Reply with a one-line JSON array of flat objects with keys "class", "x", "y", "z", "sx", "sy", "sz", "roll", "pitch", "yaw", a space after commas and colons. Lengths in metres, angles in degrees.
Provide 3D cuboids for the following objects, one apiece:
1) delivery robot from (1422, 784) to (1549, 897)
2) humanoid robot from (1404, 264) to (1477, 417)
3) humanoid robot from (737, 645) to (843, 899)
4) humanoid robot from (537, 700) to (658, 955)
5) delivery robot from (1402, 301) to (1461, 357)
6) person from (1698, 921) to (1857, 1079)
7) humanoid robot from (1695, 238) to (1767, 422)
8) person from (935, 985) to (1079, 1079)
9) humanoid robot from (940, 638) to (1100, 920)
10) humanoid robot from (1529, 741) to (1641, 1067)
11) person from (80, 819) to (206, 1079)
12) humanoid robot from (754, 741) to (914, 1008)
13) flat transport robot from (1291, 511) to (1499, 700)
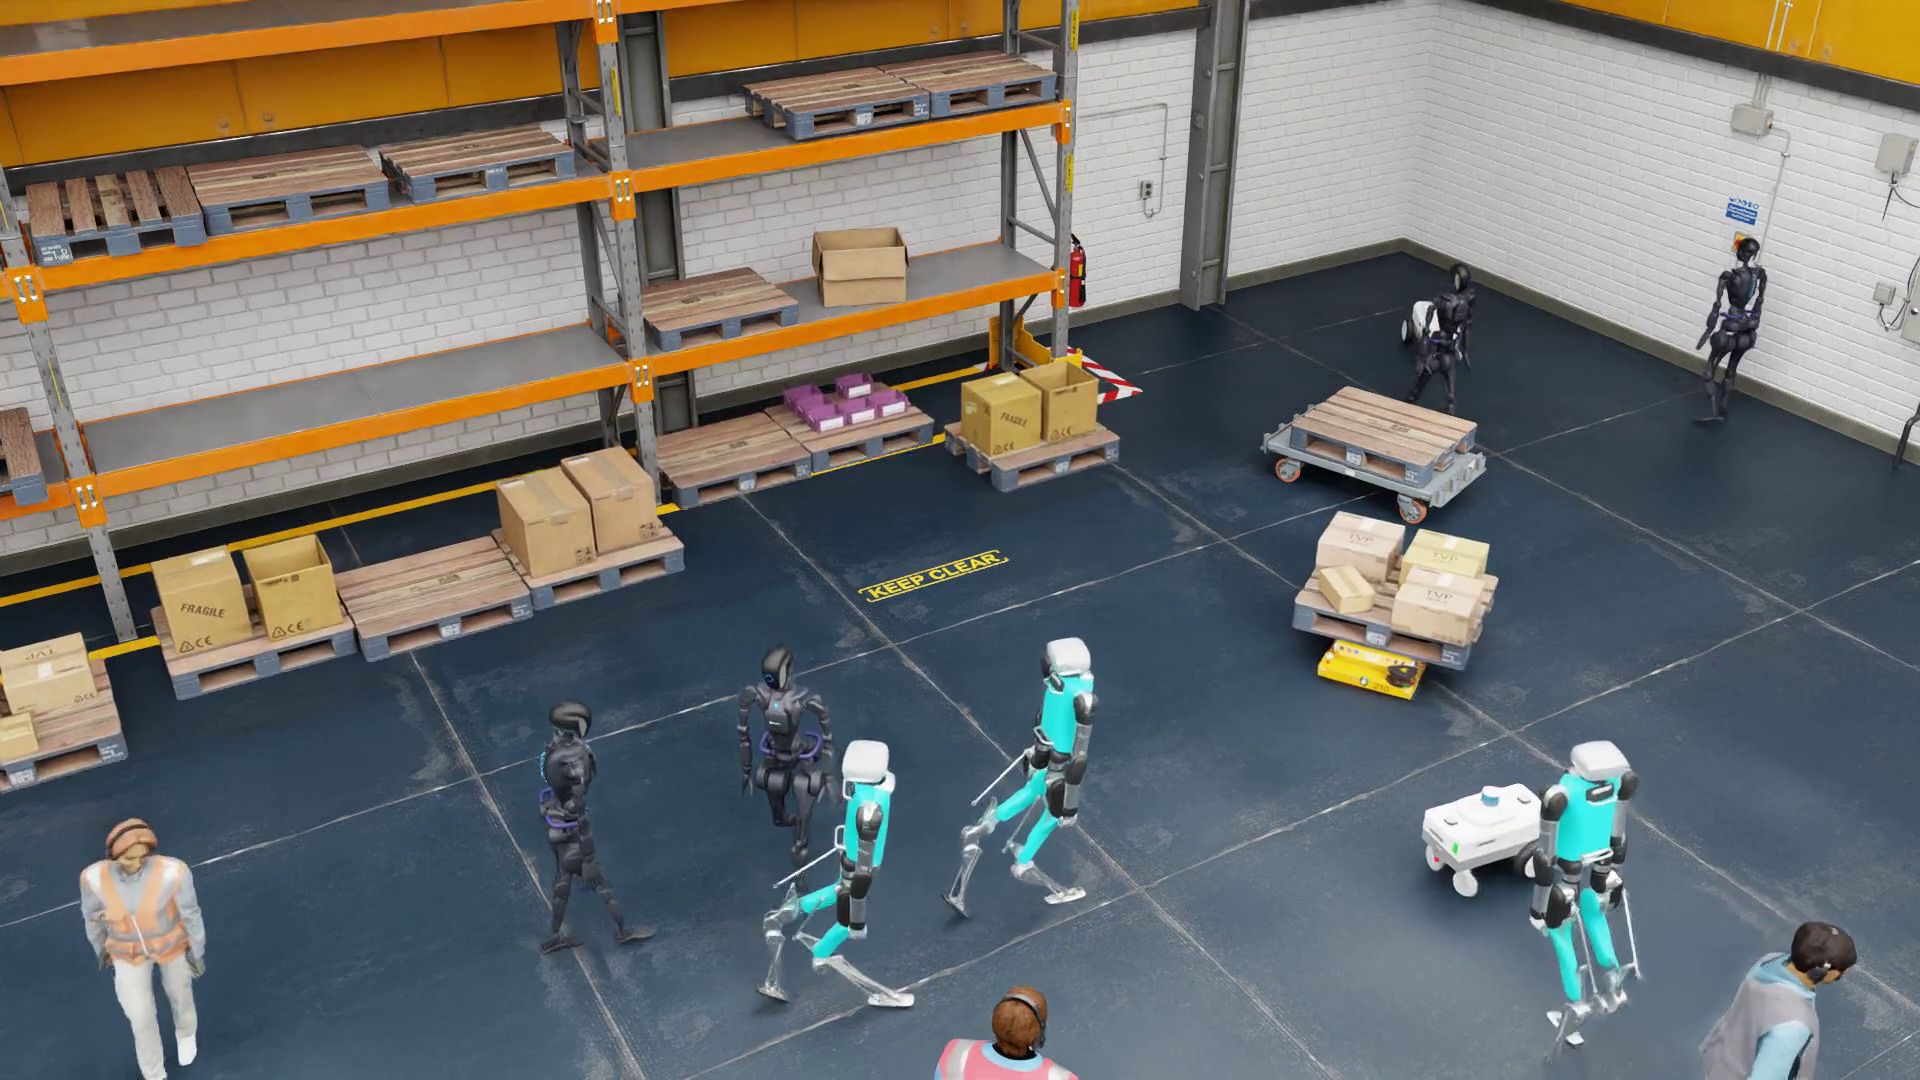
[{"class": "delivery robot", "x": 3.081, "y": 1.701, "z": 9.683, "sx": 0.777, "sy": 0.606, "sz": 0.515, "roll": -11, "pitch": 31, "yaw": -19}, {"class": "humanoid robot", "x": 4.199, "y": -1.643, "z": 14.503, "sx": 0.586, "sy": 1.619, "sz": 0.803, "roll": -15, "pitch": 33, "yaw": -24}, {"class": "humanoid robot", "x": -0.928, "y": 1.245, "z": 9.365, "sx": 0.608, "sy": 1.636, "sz": 0.677, "roll": 6, "pitch": 30, "yaw": 11}, {"class": "humanoid robot", "x": -2.025, "y": 1.518, "z": 8.879, "sx": 0.648, "sy": 1.637, "sz": 0.615, "roll": -13, "pitch": 32, "yaw": -22}, {"class": "delivery robot", "x": 4.679, "y": -2.081, "z": 16.382, "sx": 0.521, "sy": 0.609, "sz": 0.781, "roll": 2, "pitch": 30, "yaw": 4}, {"class": "person", "x": 3.514, "y": 2.382, "z": 7.175, "sx": 1.014, "sy": 1.817, "sz": 0.553, "roll": 7, "pitch": 30, "yaw": 12}, {"class": "humanoid robot", "x": 6.922, "y": -1.850, "z": 14.818, "sx": 0.601, "sy": 1.638, "sz": 0.490, "roll": -10, "pitch": 31, "yaw": -17}, {"class": "person", "x": 0.211, "y": 2.565, "z": 6.853, "sx": 0.629, "sy": 1.836, "sz": 0.431, "roll": 10, "pitch": 31, "yaw": 18}, {"class": "humanoid robot", "x": 0.250, "y": 1.391, "z": 9.061, "sx": 0.991, "sy": 1.770, "sz": 0.533, "roll": -11, "pitch": 31, "yaw": -18}, {"class": "humanoid robot", "x": 3.126, "y": 1.888, "z": 8.186, "sx": 0.536, "sy": 1.834, "sz": 0.670, "roll": -11, "pitch": 31, "yaw": -19}, {"class": "person", "x": -3.907, "y": 2.009, "z": 8.054, "sx": 0.536, "sy": 1.602, "sz": 0.613, "roll": -9, "pitch": 31, "yaw": -16}, {"class": "humanoid robot", "x": -0.751, "y": 1.765, "z": 8.396, "sx": 1.015, "sy": 1.762, "sz": 0.539, "roll": 0, "pitch": 29, "yaw": -1}, {"class": "flat transport robot", "x": 3.078, "y": 0.630, "z": 11.860, "sx": 0.659, "sy": 0.231, "sz": 1.431, "roll": 14, "pitch": 33, "yaw": 24}]
